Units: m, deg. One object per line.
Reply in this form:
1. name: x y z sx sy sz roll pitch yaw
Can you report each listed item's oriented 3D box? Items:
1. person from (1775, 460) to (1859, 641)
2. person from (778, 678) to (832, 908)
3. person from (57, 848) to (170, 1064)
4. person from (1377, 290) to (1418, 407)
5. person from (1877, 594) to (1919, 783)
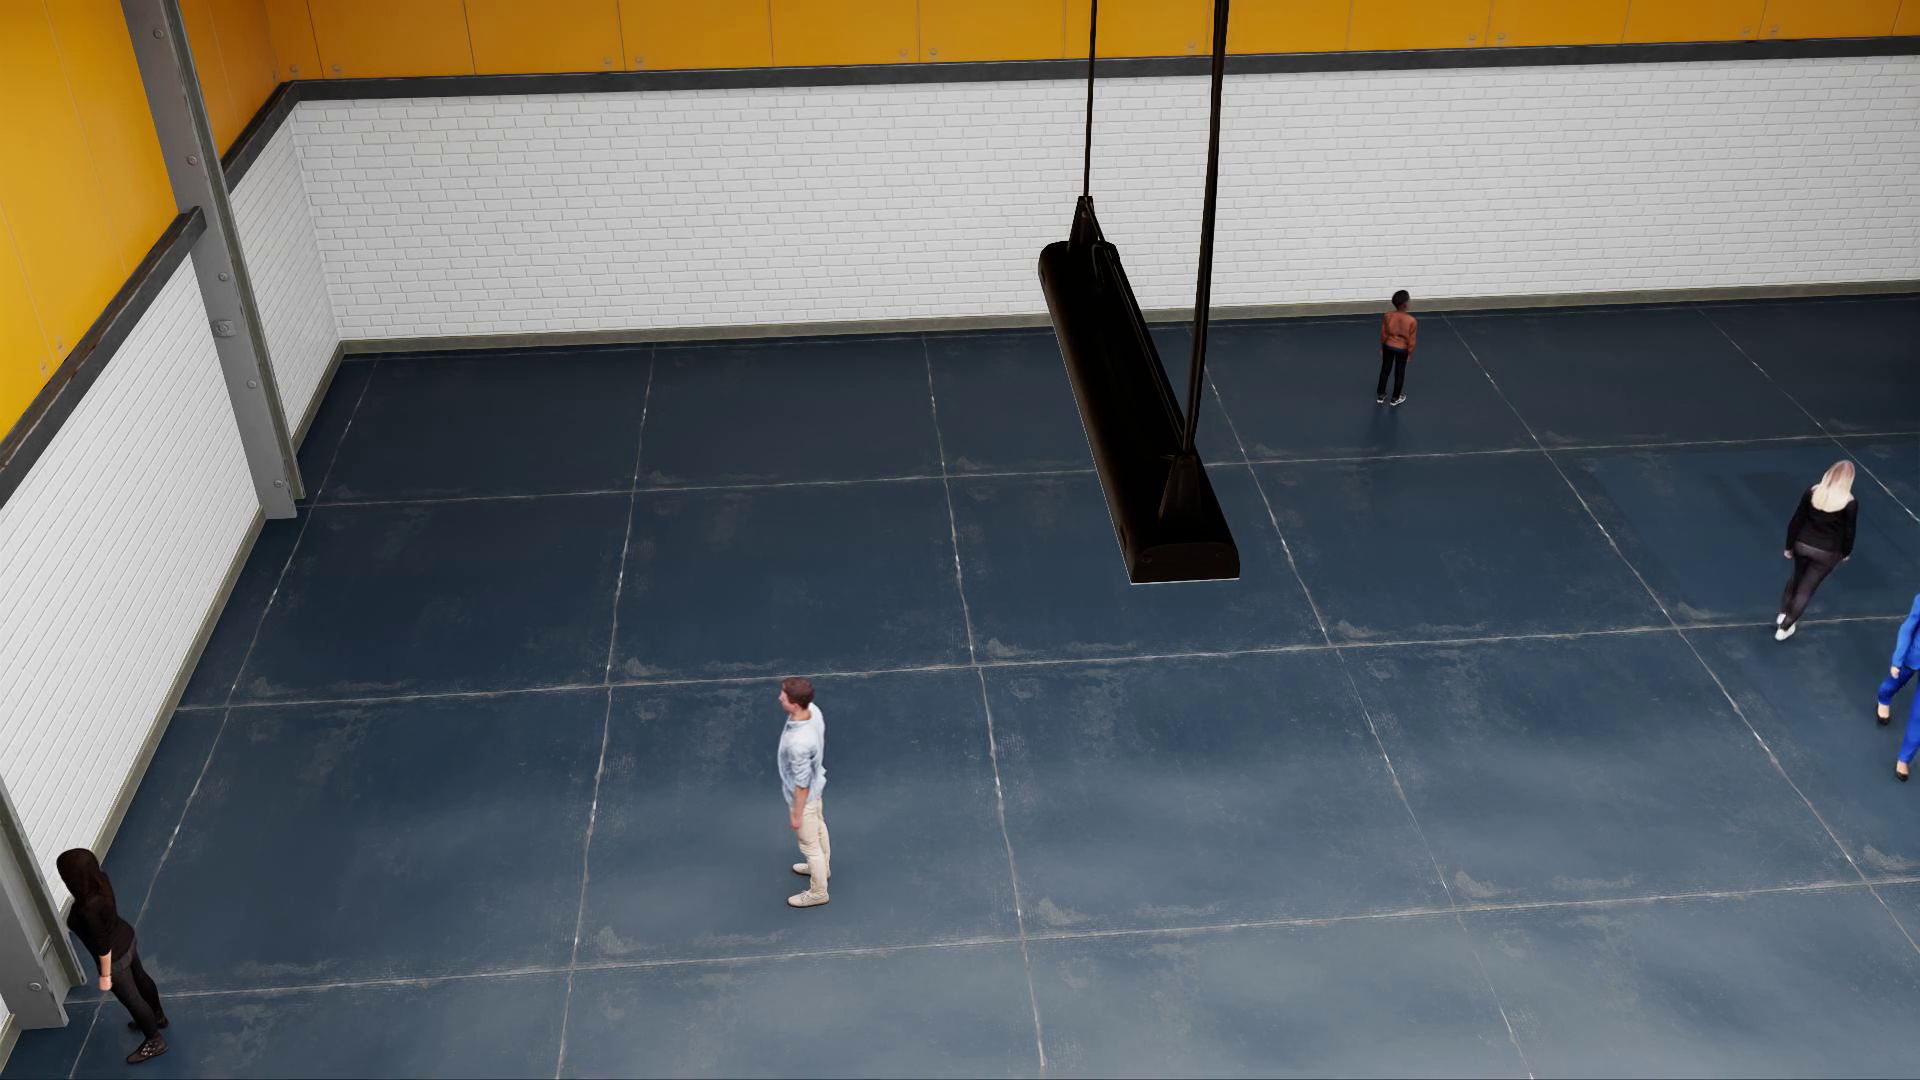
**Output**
1. person: 6.925 0.133 13.540 0.801 1.669 0.728 -26 42 -34
2. person: -1.030 1.667 11.072 0.744 1.847 0.525 2 34 3
3. person: -5.098 2.474 10.043 0.677 1.642 0.496 -9 35 -13
4. person: 4.479 -1.978 17.092 0.591 1.253 0.629 19 38 26
5. person: 7.168 0.870 12.441 0.957 1.660 1.242 11 35 16
